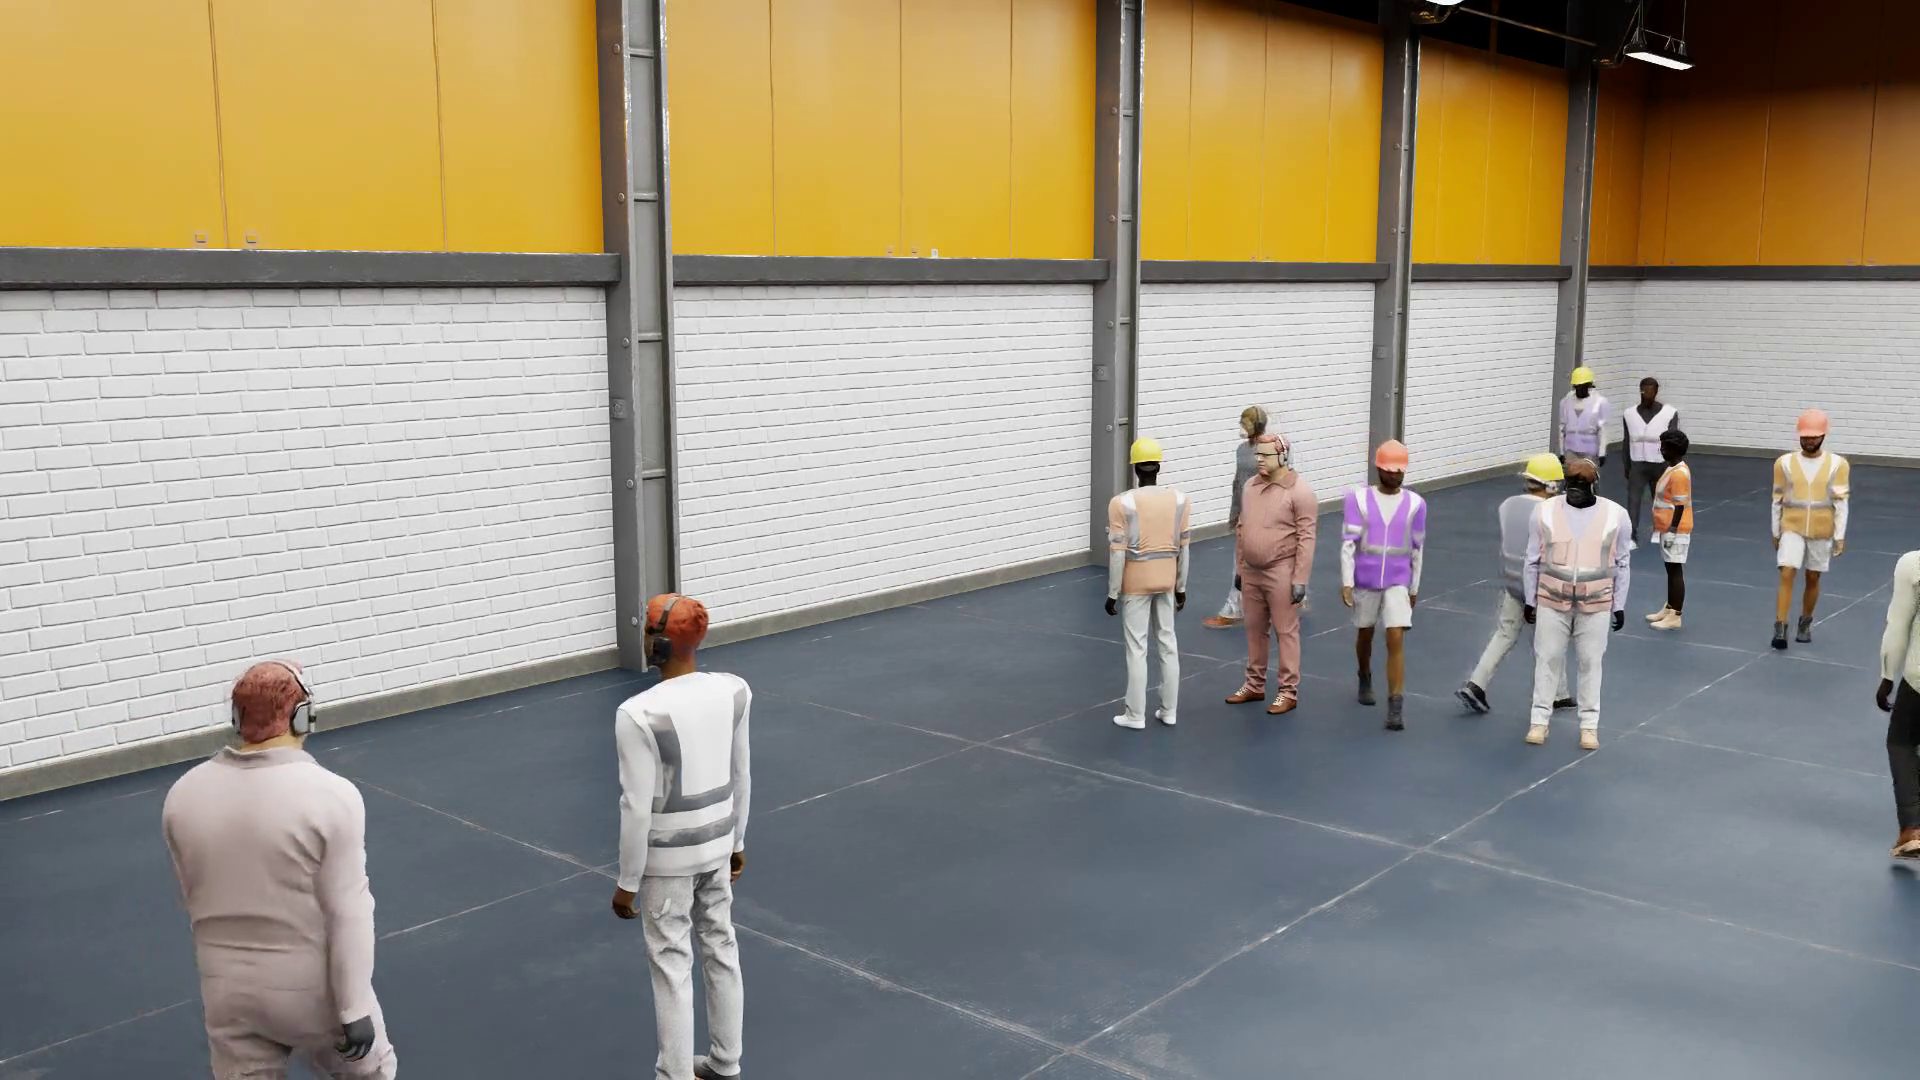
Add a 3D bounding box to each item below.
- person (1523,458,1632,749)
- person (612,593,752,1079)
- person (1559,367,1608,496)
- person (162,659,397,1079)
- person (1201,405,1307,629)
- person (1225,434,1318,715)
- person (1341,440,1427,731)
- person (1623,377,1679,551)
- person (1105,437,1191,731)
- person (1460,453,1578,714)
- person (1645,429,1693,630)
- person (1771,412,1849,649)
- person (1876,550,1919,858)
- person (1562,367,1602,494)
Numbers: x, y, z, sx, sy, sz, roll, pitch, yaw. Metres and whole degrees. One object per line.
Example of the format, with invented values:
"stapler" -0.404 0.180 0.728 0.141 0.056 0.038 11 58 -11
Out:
"person" 3.873 0.399 10.484 0.630 1.840 0.429 4 10 22
"person" -0.976 1.113 5.858 0.351 1.884 0.582 7 12 38
"person" 7.385 -1.101 19.695 0.597 1.902 0.695 8 12 40
"person" -1.949 1.279 4.875 0.645 1.874 0.745 2 9 11
"person" 2.559 -0.205 14.130 1.017 1.897 0.649 -3 9 -16
"person" 2.114 0.225 11.369 0.409 1.908 0.647 -7 11 -37
"person" 2.844 0.263 11.217 0.553 1.897 0.956 2 9 9
"person" 7.557 -0.850 18.224 0.604 1.881 0.966 6 11 35
"person" 1.220 0.288 10.910 0.591 1.923 0.381 -3 10 -21
"person" 3.825 0.301 11.240 0.880 1.799 0.588 -5 10 -27
"person" 5.991 -0.089 14.001 0.321 1.693 0.530 3 10 18
"person" 6.729 -0.062 13.214 0.552 1.889 0.975 5 10 27
"person" 4.913 0.684 8.243 0.659 1.980 0.435 3 10 19
"person" 8.406 -1.467 22.499 0.487 1.744 0.297 0 9 1
